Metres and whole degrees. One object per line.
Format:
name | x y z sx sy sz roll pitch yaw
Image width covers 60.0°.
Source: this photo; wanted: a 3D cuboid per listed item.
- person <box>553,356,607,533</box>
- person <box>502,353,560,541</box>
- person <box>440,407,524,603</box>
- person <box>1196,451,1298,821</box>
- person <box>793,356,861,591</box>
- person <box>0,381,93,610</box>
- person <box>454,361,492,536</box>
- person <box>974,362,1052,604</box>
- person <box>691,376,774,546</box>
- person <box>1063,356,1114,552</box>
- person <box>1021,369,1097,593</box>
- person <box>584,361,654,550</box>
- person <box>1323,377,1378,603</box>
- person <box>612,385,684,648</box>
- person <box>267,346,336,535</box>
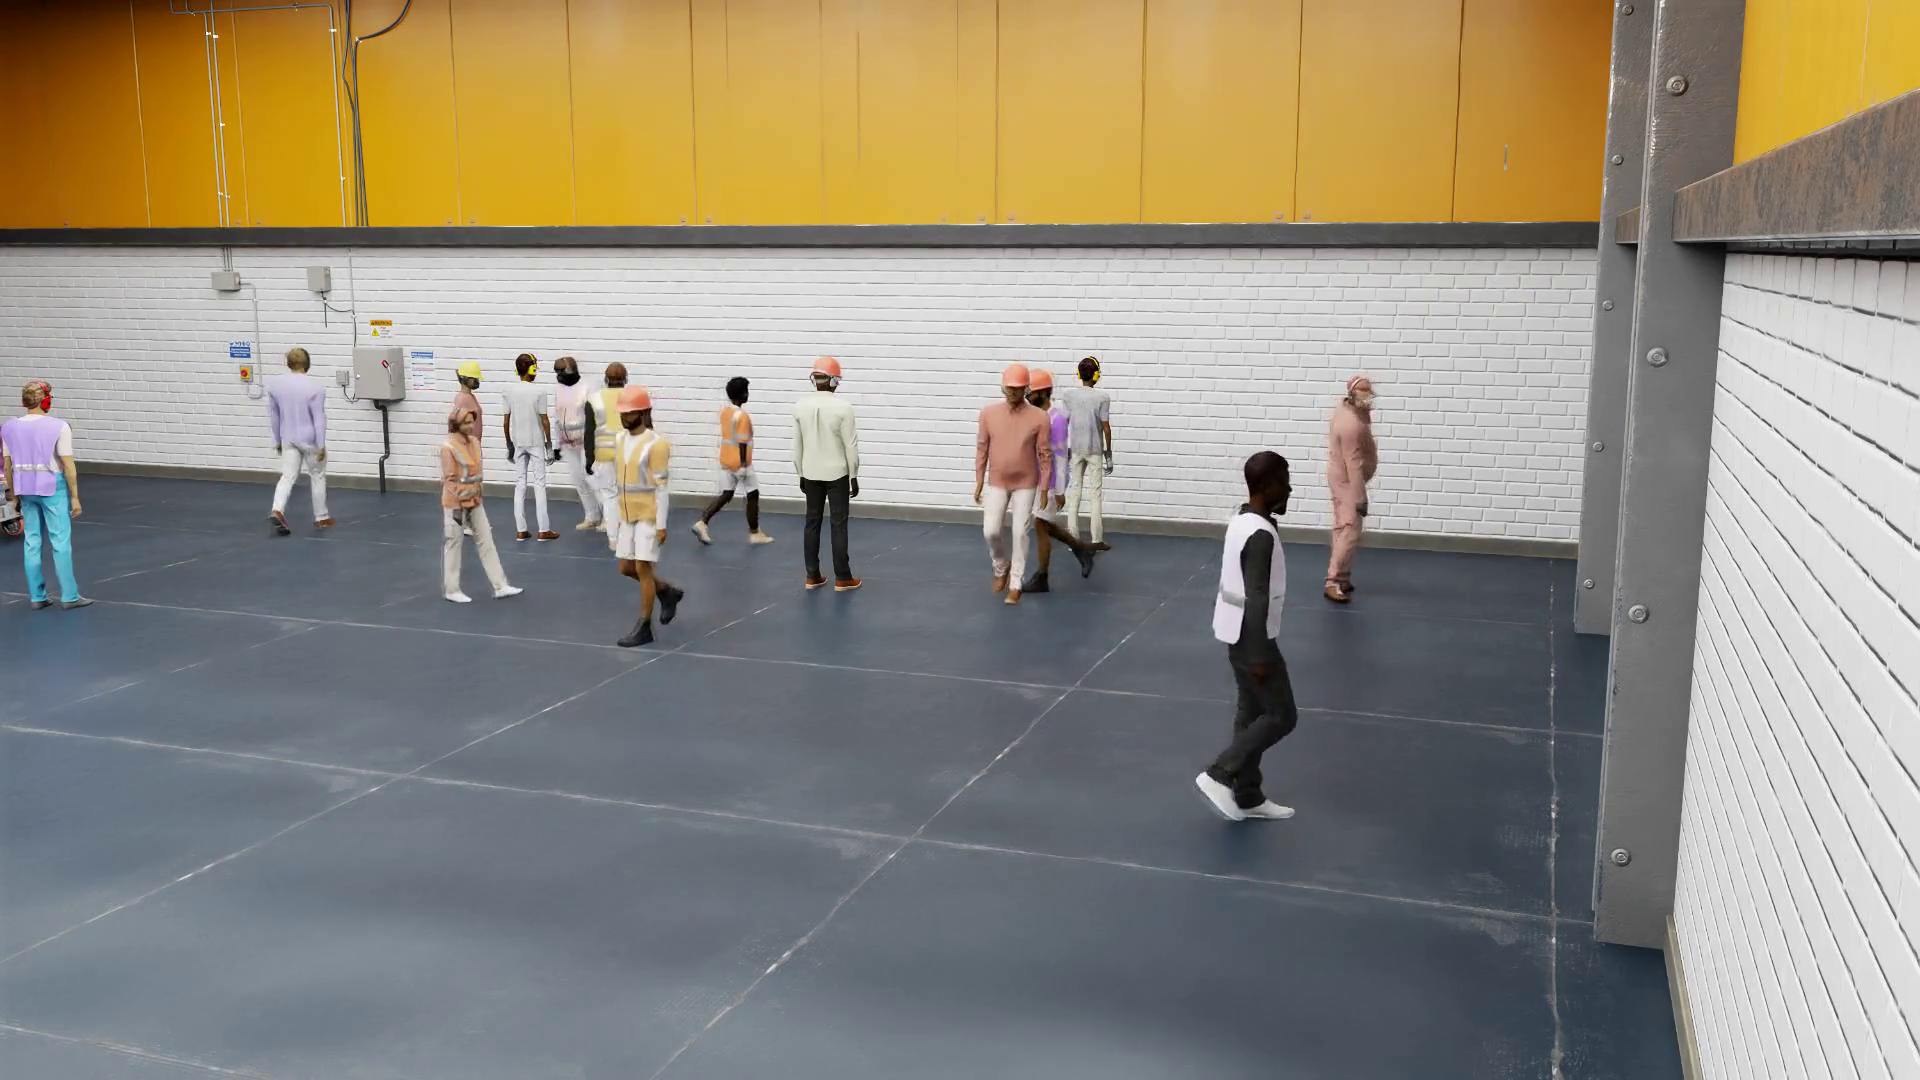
person | -3.877 -0.975 16.999 0.667 1.803 0.440 7 12 34
person | -4.264 -0.916 16.478 0.521 1.865 0.327 2 10 12
person | -3.940 -0.271 13.512 0.675 1.614 0.546 3 11 18
person | 1.494 0.499 8.373 0.440 1.908 0.613 0 10 3
person | -1.121 -0.559 14.108 0.609 1.992 0.382 4 11 24
person | -7.341 -0.345 13.308 0.564 1.847 0.397 1 10 4
person | -4.946 -0.929 16.834 0.315 1.766 0.523 -1 10 -5
person | 0.429 -0.459 13.566 0.651 1.979 0.425 2 10 10
person | -2.227 -0.753 16.125 0.774 1.673 0.536 -6 12 -32
person | 1.223 -0.816 15.899 0.531 1.870 0.318 5 11 26
person | 0.833 -0.508 14.079 0.749 1.906 0.583 -4 11 -21
person | -3.247 -0.790 15.895 0.667 1.822 0.512 -3 11 -18
person | 3.248 -0.428 13.753 0.398 1.864 0.725 1 10 6
person | -2.292 -0.195 12.252 0.548 1.925 0.629 8 13 37
person | -6.736 -1.006 16.886 0.641 1.911 0.910 2 10 9
